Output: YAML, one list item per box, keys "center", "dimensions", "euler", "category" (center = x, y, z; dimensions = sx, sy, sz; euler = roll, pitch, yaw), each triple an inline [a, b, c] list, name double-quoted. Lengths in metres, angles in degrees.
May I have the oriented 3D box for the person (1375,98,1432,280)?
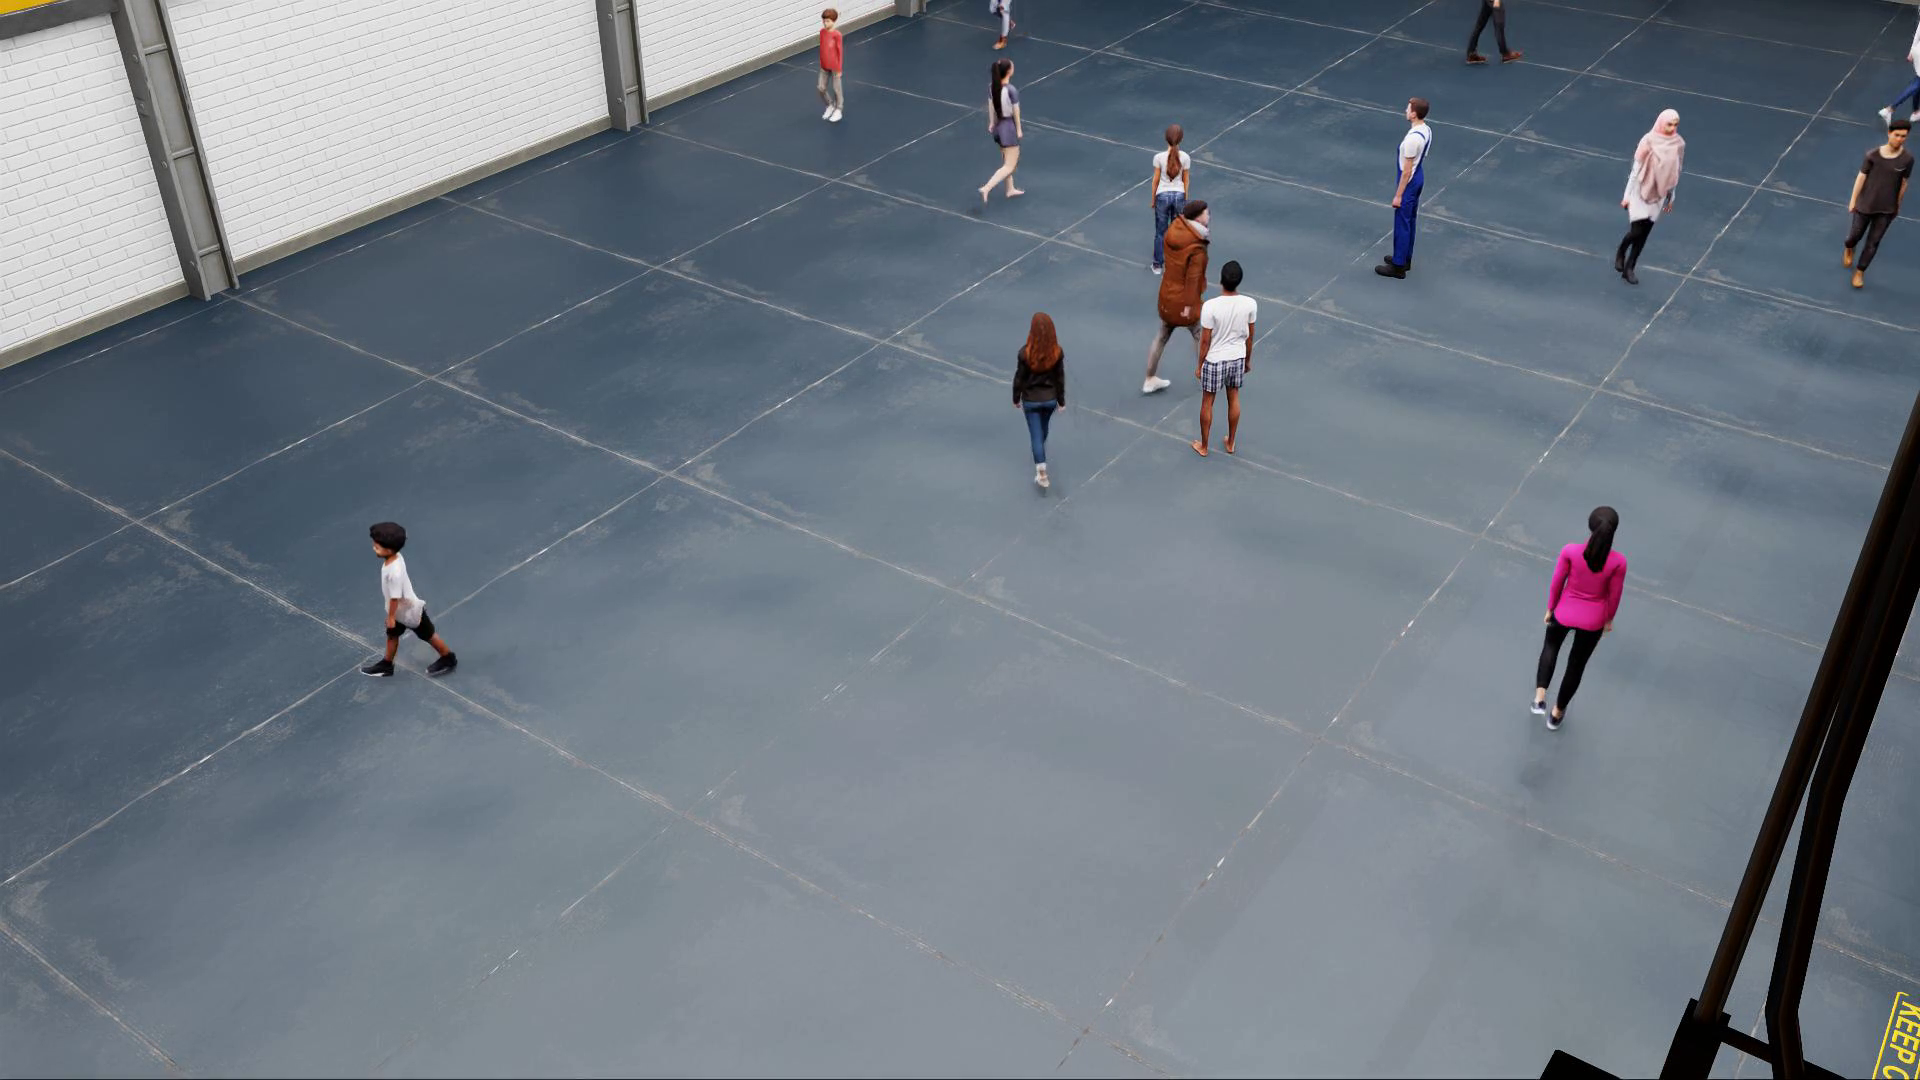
- center: [4.559, -3.589, 16.905]
  dimensions: [0.685, 1.850, 0.500]
  euler: [19, 38, 27]
  category: "person"

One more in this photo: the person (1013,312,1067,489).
- center: [0.660, -1.111, 13.542]
  dimensions: [0.979, 1.445, 1.016]
  euler: [-7, 34, -10]
  category: "person"

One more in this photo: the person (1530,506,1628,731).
- center: [4.009, 0.563, 10.804]
  dimensions: [0.611, 1.689, 0.629]
  euler: [16, 37, 23]
  category: "person"

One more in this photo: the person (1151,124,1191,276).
- center: [2.152, -3.493, 17.020]
  dimensions: [0.621, 1.562, 0.651]
  euler: [2, 34, 2]
  category: "person"

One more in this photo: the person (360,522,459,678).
- center: [-3.755, 0.432, 11.417]
  dimensions: [0.930, 1.228, 0.779]
  euler: [-12, 35, -18]
  category: "person"

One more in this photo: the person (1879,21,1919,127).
- center: [11.904, -5.977, 20.586]
  dimensions: [1.141, 1.751, 1.043]
  euler: [-8, 34, -12]
  category: "person"

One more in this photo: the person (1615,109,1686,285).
- center: [6.909, -3.494, 16.811]
  dimensions: [0.820, 1.795, 0.876]
  euler: [-3, 34, -4]
  category: "person"

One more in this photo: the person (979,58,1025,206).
- center: [0.455, -4.504, 18.480]
  dimensions: [1.016, 1.630, 0.797]
  euler: [-22, 40, -30]
  category: "person"

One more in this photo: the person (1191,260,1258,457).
- center: [2.200, -1.502, 13.869]
  dimensions: [0.692, 1.734, 0.753]
  euler: [-6, 34, -9]
  category: "person"

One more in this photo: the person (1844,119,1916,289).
- center: [9.260, -3.428, 16.797]
  dimensions: [0.723, 1.700, 0.930]
  euler: [14, 36, 19]
  category: "person"

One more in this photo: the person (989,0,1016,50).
- center: [0.662, -7.855, 23.341]
  dimensions: [0.693, 1.830, 0.775]
  euler: [24, 40, 31]
  category: "person"

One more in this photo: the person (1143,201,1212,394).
- center: [1.875, -2.100, 14.714]
  dimensions: [1.162, 1.794, 0.971]
  euler: [-19, 38, -26]
  category: "person"

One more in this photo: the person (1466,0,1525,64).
- center: [7.189, -7.387, 22.632]
  dimensions: [1.106, 1.835, 1.063]
  euler: [-3, 34, -5]
  category: "person"

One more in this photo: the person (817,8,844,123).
- center: [-1.578, -5.990, 20.914]
  dimensions: [0.544, 1.410, 0.517]
  euler: [19, 38, 27]
  category: "person"
